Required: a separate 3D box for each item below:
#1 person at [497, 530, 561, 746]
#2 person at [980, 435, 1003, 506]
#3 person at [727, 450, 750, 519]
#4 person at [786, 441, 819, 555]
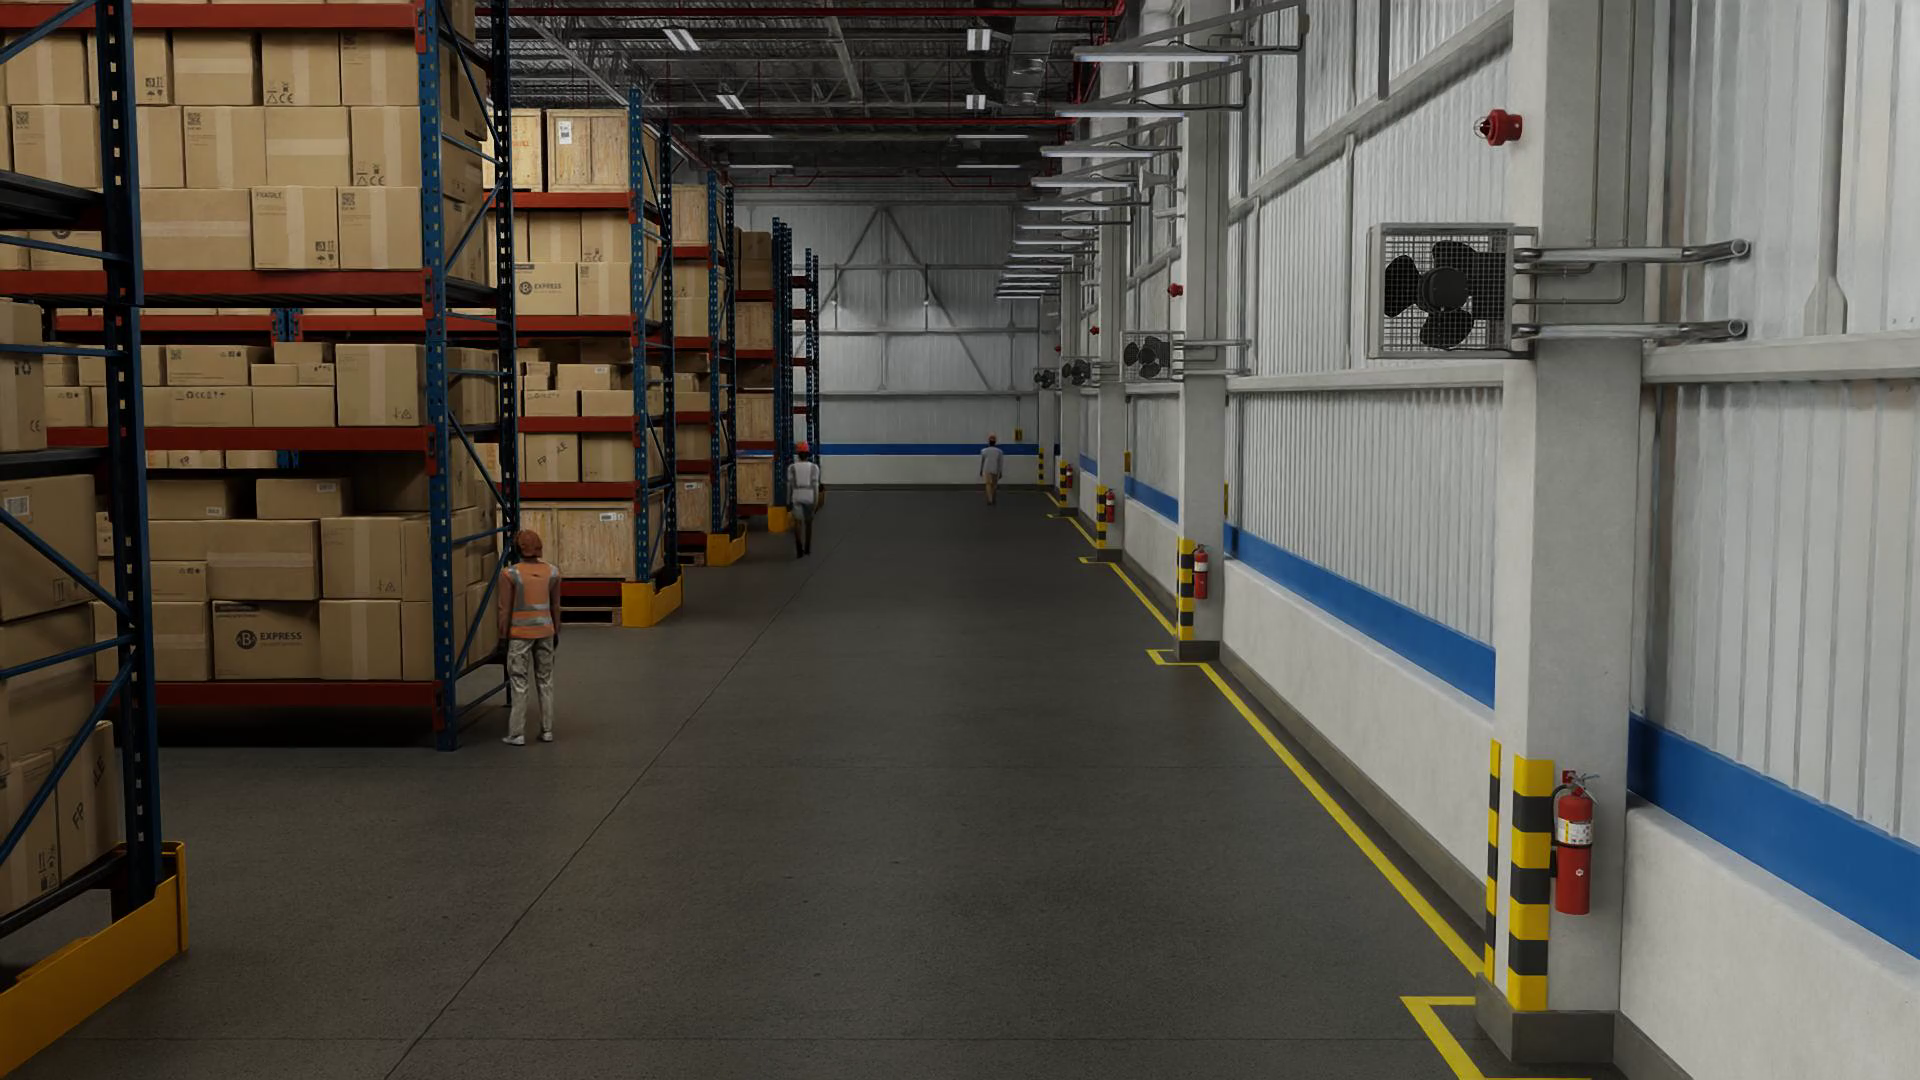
[{"bbox_3d":[-3.239,0.735,12.553,0.525,1.631,0.312,-5,7,-44],"label":"person"},{"bbox_3d":[0.763,-1.684,40.316,0.554,1.713,0.865,0,5,-2],"label":"person"},{"bbox_3d":[-4.950,-1.366,35.649,1.028,1.867,0.666,1,5,13],"label":"person"},{"bbox_3d":[-2.589,-0.671,27.390,0.546,1.911,0.831,0,5,-1],"label":"person"}]
